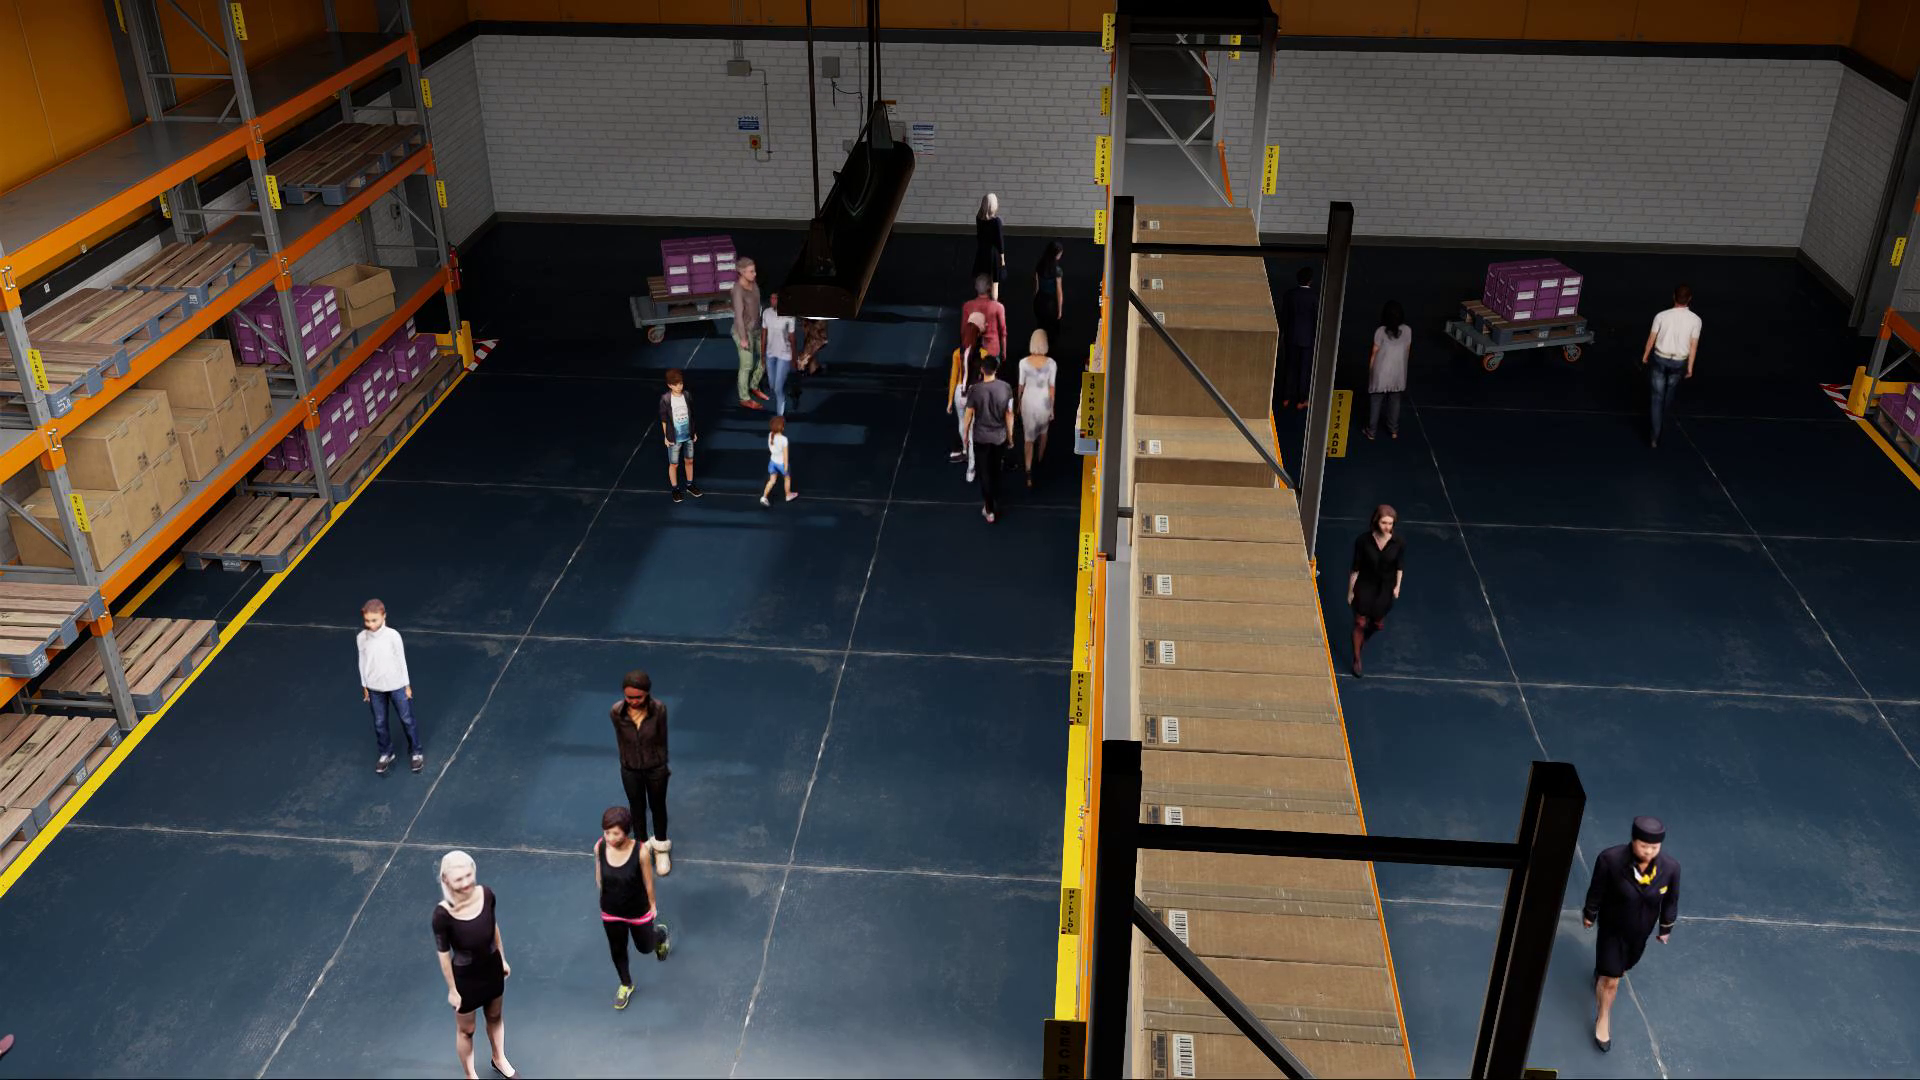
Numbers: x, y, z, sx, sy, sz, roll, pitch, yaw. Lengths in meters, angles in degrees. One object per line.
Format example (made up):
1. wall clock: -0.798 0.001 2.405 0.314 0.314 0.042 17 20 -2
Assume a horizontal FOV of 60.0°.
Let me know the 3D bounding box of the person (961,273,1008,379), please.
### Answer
1. person: 0.263 -2.103 18.909 0.892 1.800 1.247 10 30 18

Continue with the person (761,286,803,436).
1. person: -2.024 -2.095 18.996 0.872 1.702 1.084 15 32 26

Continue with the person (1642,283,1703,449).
1. person: 7.894 -1.911 18.549 0.855 1.806 1.254 8 30 15

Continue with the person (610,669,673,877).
1. person: -2.315 1.653 12.165 0.688 1.663 0.625 2 29 4

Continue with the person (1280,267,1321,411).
1. person: 3.975 -2.367 19.469 0.705 1.727 0.682 15 32 26

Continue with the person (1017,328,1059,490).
1. person: 0.808 -1.363 17.639 0.583 1.716 1.071 1 29 2

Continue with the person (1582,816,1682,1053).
1. person: 4.293 2.440 10.741 0.758 1.647 1.050 5 29 9

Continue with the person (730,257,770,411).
1. person: -2.558 -2.419 19.432 0.827 1.854 0.697 9 30 16

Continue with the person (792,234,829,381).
1. person: -1.896 -2.794 20.154 1.032 1.821 0.967 -23 36 -36

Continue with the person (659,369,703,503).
1. person: -2.943 -1.118 17.472 0.625 1.447 0.677 -19 34 -31

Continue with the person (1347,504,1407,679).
1. person: 3.558 0.390 14.454 0.610 1.689 0.707 3 29 5

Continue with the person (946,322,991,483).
1. person: 0.096 -1.450 17.804 0.634 1.712 1.038 2 29 4

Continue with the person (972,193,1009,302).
1. person: 0.404 -3.719 21.927 0.697 1.747 0.733 22 35 34

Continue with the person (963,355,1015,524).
1. person: 0.312 -0.996 16.950 0.857 1.732 1.128 -6 29 -10

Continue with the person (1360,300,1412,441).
1. person: 4.833 -1.921 18.780 0.720 1.603 0.759 -6 29 -11

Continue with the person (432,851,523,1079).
1. person: -2.962 2.653 10.159 0.711 1.829 0.622 23 36 36

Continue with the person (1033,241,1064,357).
1. person: 1.021 -2.783 20.247 0.774 1.713 0.855 17 33 28

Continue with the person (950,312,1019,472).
1. person: 0.046 -1.598 17.976 0.798 1.806 0.949 4 29 7

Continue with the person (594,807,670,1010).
1. person: -2.175 2.357 11.007 0.596 1.536 0.833 6 29 11

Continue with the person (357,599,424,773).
1. person: -4.547 1.137 13.222 0.564 1.557 0.549 -2 29 -4

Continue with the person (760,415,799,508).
1. person: -1.927 -0.810 17.368 0.647 1.005 0.767 21 35 33
